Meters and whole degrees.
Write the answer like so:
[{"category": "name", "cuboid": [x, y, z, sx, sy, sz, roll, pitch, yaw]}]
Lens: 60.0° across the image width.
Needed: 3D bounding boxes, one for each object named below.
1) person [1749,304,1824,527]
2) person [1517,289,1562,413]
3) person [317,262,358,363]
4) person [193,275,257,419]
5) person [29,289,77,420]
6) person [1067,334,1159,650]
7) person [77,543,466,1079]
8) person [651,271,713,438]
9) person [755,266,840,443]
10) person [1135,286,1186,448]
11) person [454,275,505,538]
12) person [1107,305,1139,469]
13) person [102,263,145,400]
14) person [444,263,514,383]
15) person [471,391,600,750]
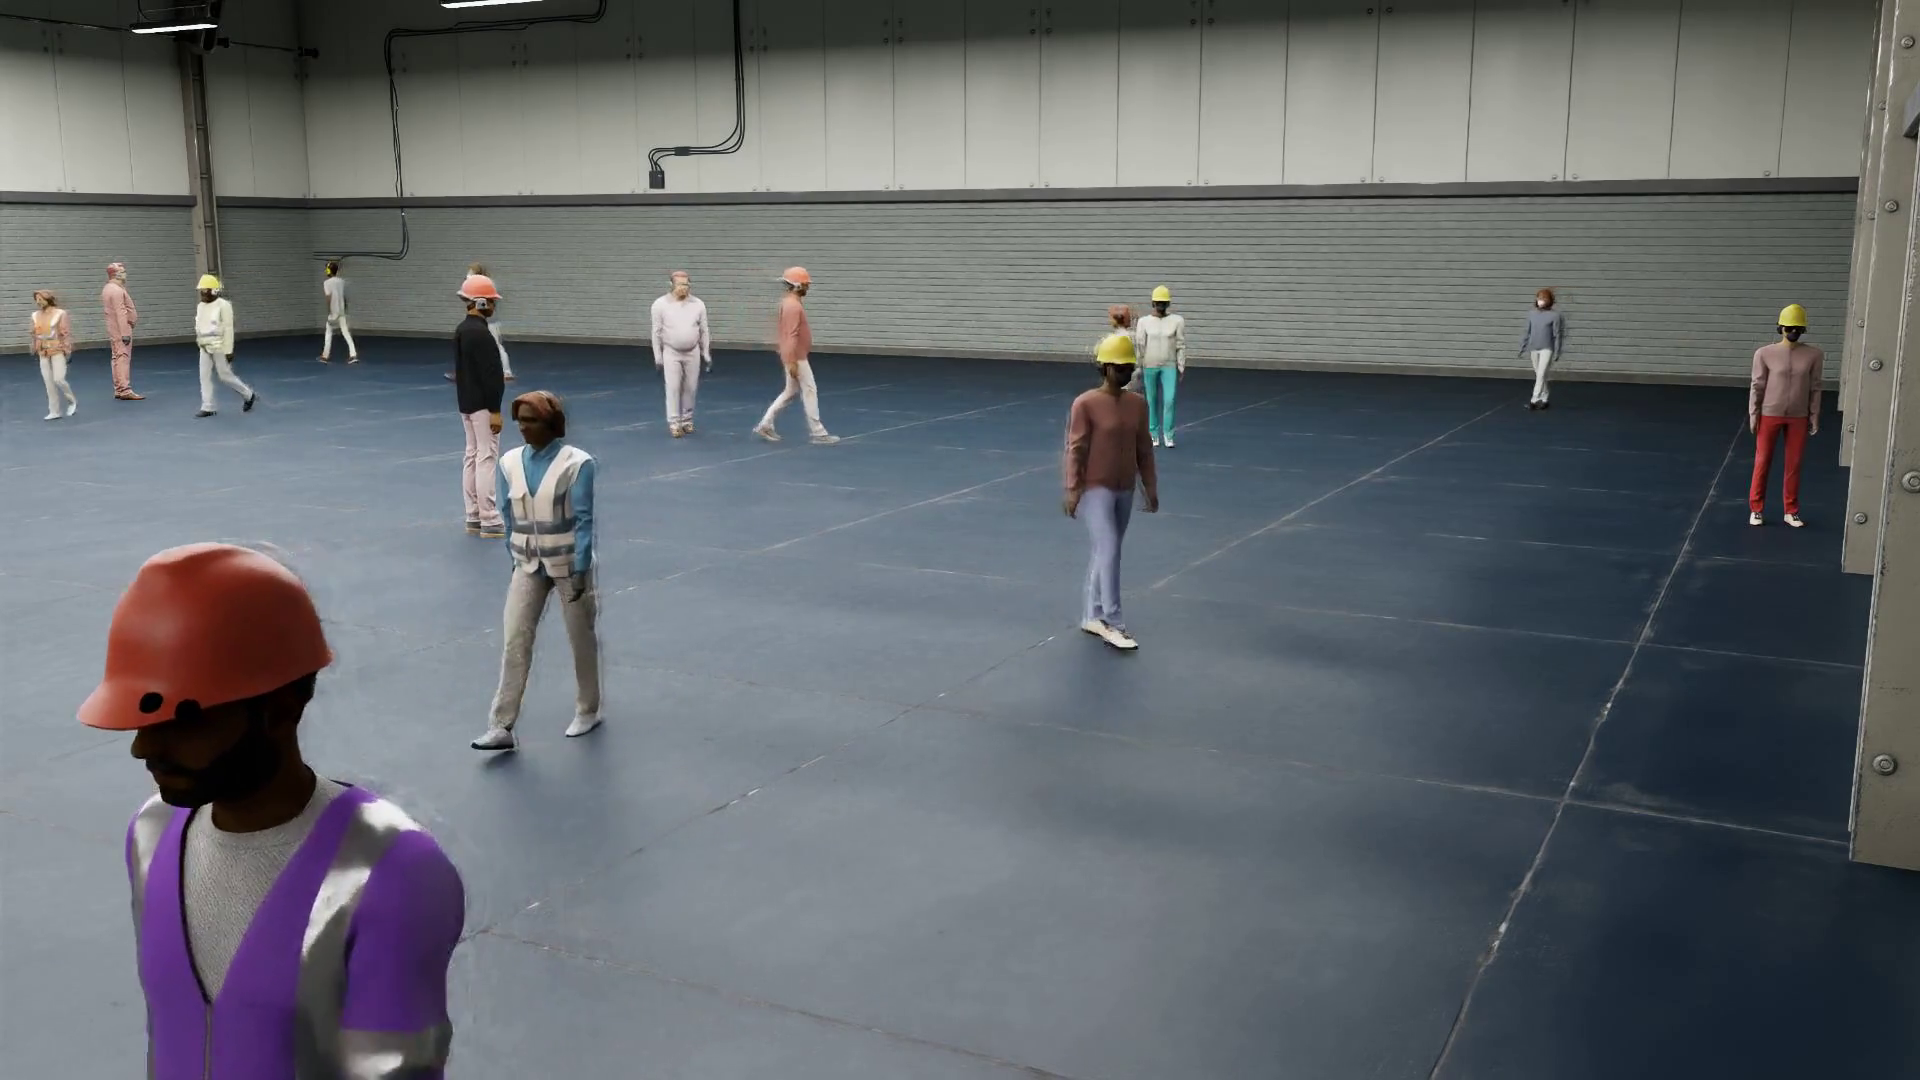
[{"category": "person", "cuboid": [6.500, -0.971, 13.115, 0.522, 1.763, 0.334, 2, 11, 9]}, {"category": "person", "cuboid": [7.559, -2.463, 21.689, 0.866, 1.590, 0.496, -8, 13, -38]}, {"category": "person", "cuboid": [-11.235, -4.087, 29.935, 1.008, 1.819, 0.535, 6, 12, 30]}, {"category": "person", "cuboid": [-9.380, -2.452, 21.065, 0.595, 1.811, 0.774, 6, 12, 29]}, {"category": "person", "cuboid": [-11.340, -2.309, 20.742, 0.546, 1.626, 0.362, 2, 11, 10]}, {"category": "person", "cuboid": [0.913, -0.262, 9.256, 0.547, 1.741, 0.711, -8, 13, -36]}, {"category": "person", "cuboid": [-0.901, 0.949, 2.214, 0.542, 1.922, 0.422, 4, 11, 21]}, {"category": "person", "cuboid": [-3.192, -2.133, 19.112, 0.669, 1.917, 0.497, -5, 11, -23]}, {"category": "person", "cuboid": [-1.827, -2.035, 18.363, 0.903, 1.964, 0.631, -2, 11, -11]}, {"category": "person", "cuboid": [2.153, -1.846, 17.899, 0.548, 1.737, 0.763, 1, 10, 6]}, {"category": "person", "cuboid": [-3.647, -1.017, 12.715, 0.376, 1.996, 0.608, -7, 13, -35]}, {"category": "person", "cuboid": [1.506, -1.480, 16.270, 0.637, 1.617, 0.513, 1, 10, 7]}, {"category": "person", "cuboid": [-11.736, -2.917, 23.305, 0.407, 1.913, 0.641, -8, 13, -37]}, {"category": "person", "cuboid": [-7.418, -3.321, 25.625, 1.066, 1.872, 0.635, -7, 13, -34]}, {"category": "person", "cuboid": [-1.871, 0.154, 7.403, 0.518, 1.606, 0.801, 3, 11, 17]}]
